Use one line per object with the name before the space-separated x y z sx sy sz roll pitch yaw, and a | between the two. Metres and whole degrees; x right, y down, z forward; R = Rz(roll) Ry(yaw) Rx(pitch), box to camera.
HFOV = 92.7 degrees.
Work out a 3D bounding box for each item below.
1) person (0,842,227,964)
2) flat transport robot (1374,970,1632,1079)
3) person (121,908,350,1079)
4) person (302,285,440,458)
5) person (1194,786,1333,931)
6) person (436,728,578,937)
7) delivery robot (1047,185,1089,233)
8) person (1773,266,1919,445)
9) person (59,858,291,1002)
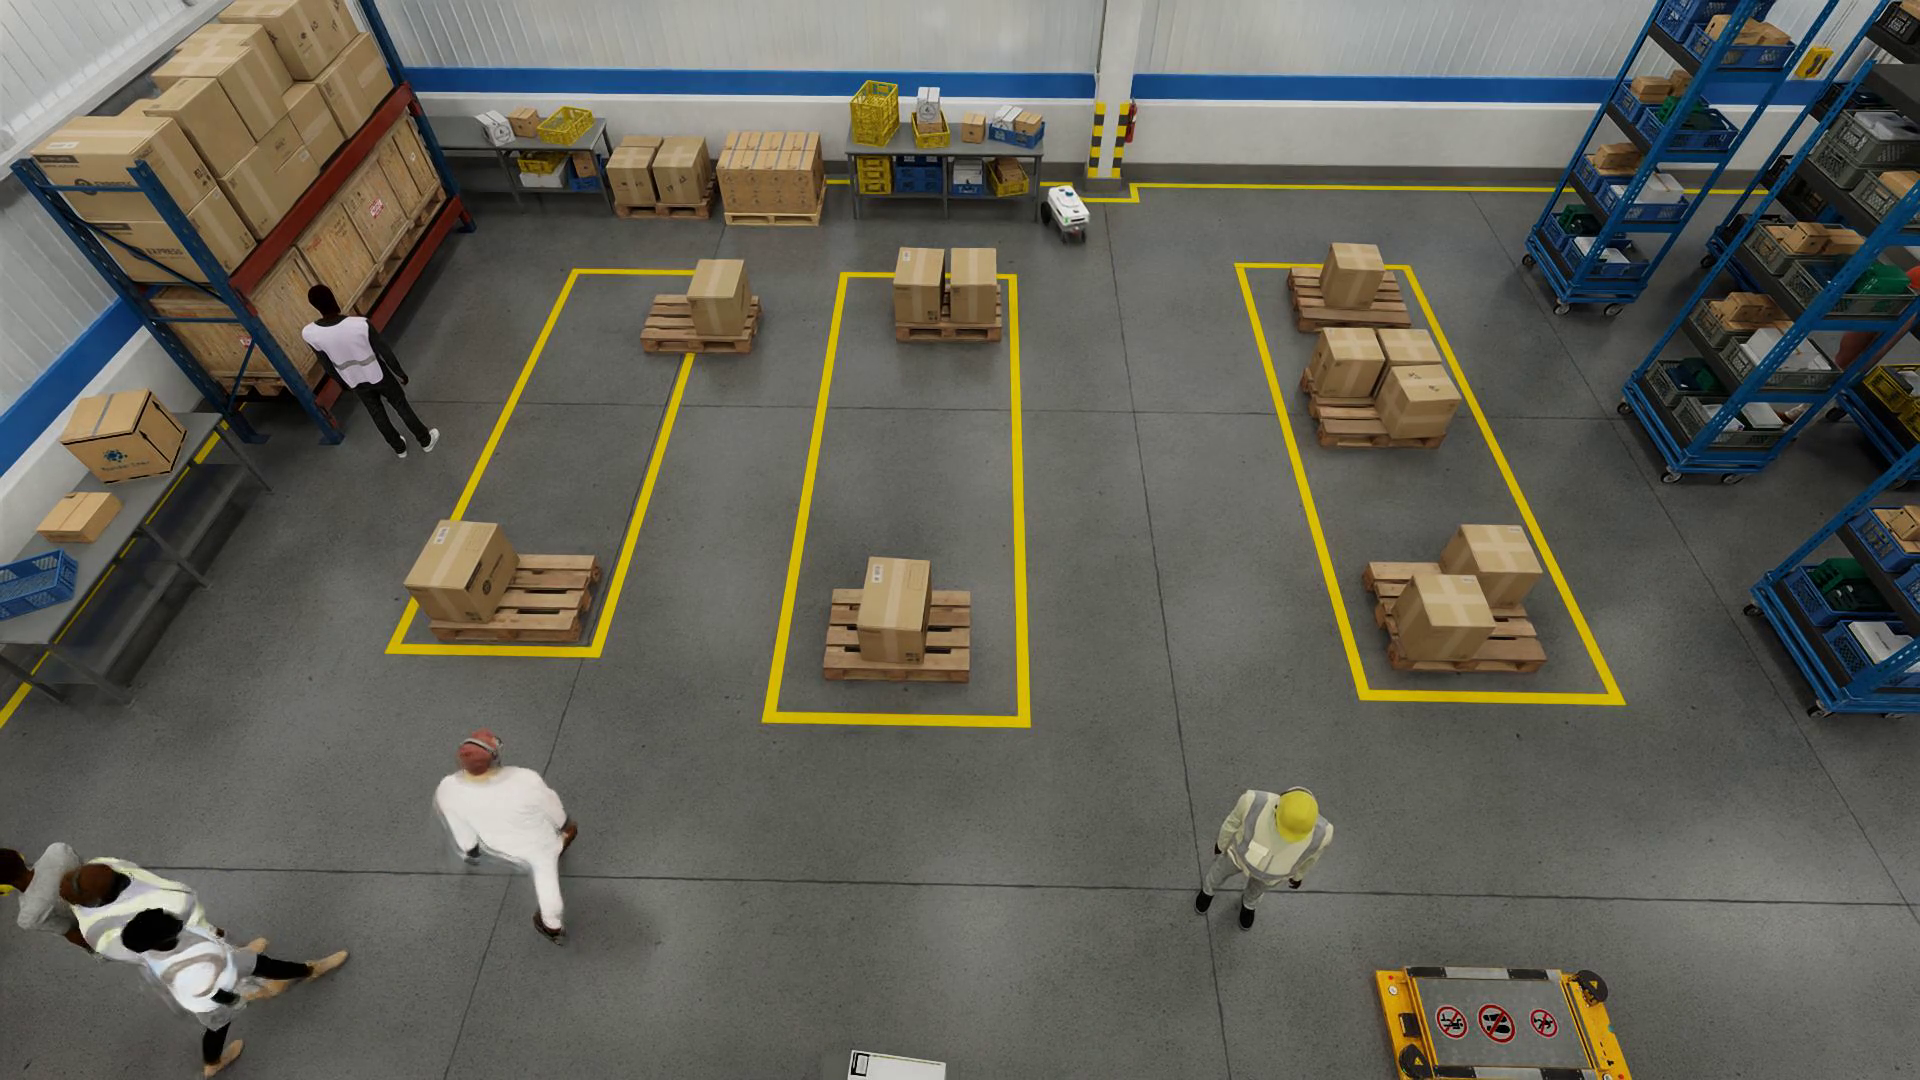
person | -5.207 2.285 5.583 0.328 1.870 0.510 -13 52 -10
flat transport robot | 3.501 3.133 5.914 1.431 0.197 0.652 1 51 1
person | -4.497 2.642 5.437 0.536 1.639 0.928 36 59 25
person | -5.598 -1.554 8.680 0.596 1.916 0.373 -13 52 -10
person | 1.916 2.020 5.826 0.589 1.825 0.403 18 53 14
person | -2.877 1.907 5.901 0.655 1.859 0.801 4 51 4
delivery robot | 1.379 -4.236 11.681 0.477 0.478 0.707 -12 52 -10
person | 8.546 -1.755 8.794 0.378 1.996 0.610 33 58 24
person | -4.760 2.360 5.556 0.434 1.821 0.663 -36 59 -26
